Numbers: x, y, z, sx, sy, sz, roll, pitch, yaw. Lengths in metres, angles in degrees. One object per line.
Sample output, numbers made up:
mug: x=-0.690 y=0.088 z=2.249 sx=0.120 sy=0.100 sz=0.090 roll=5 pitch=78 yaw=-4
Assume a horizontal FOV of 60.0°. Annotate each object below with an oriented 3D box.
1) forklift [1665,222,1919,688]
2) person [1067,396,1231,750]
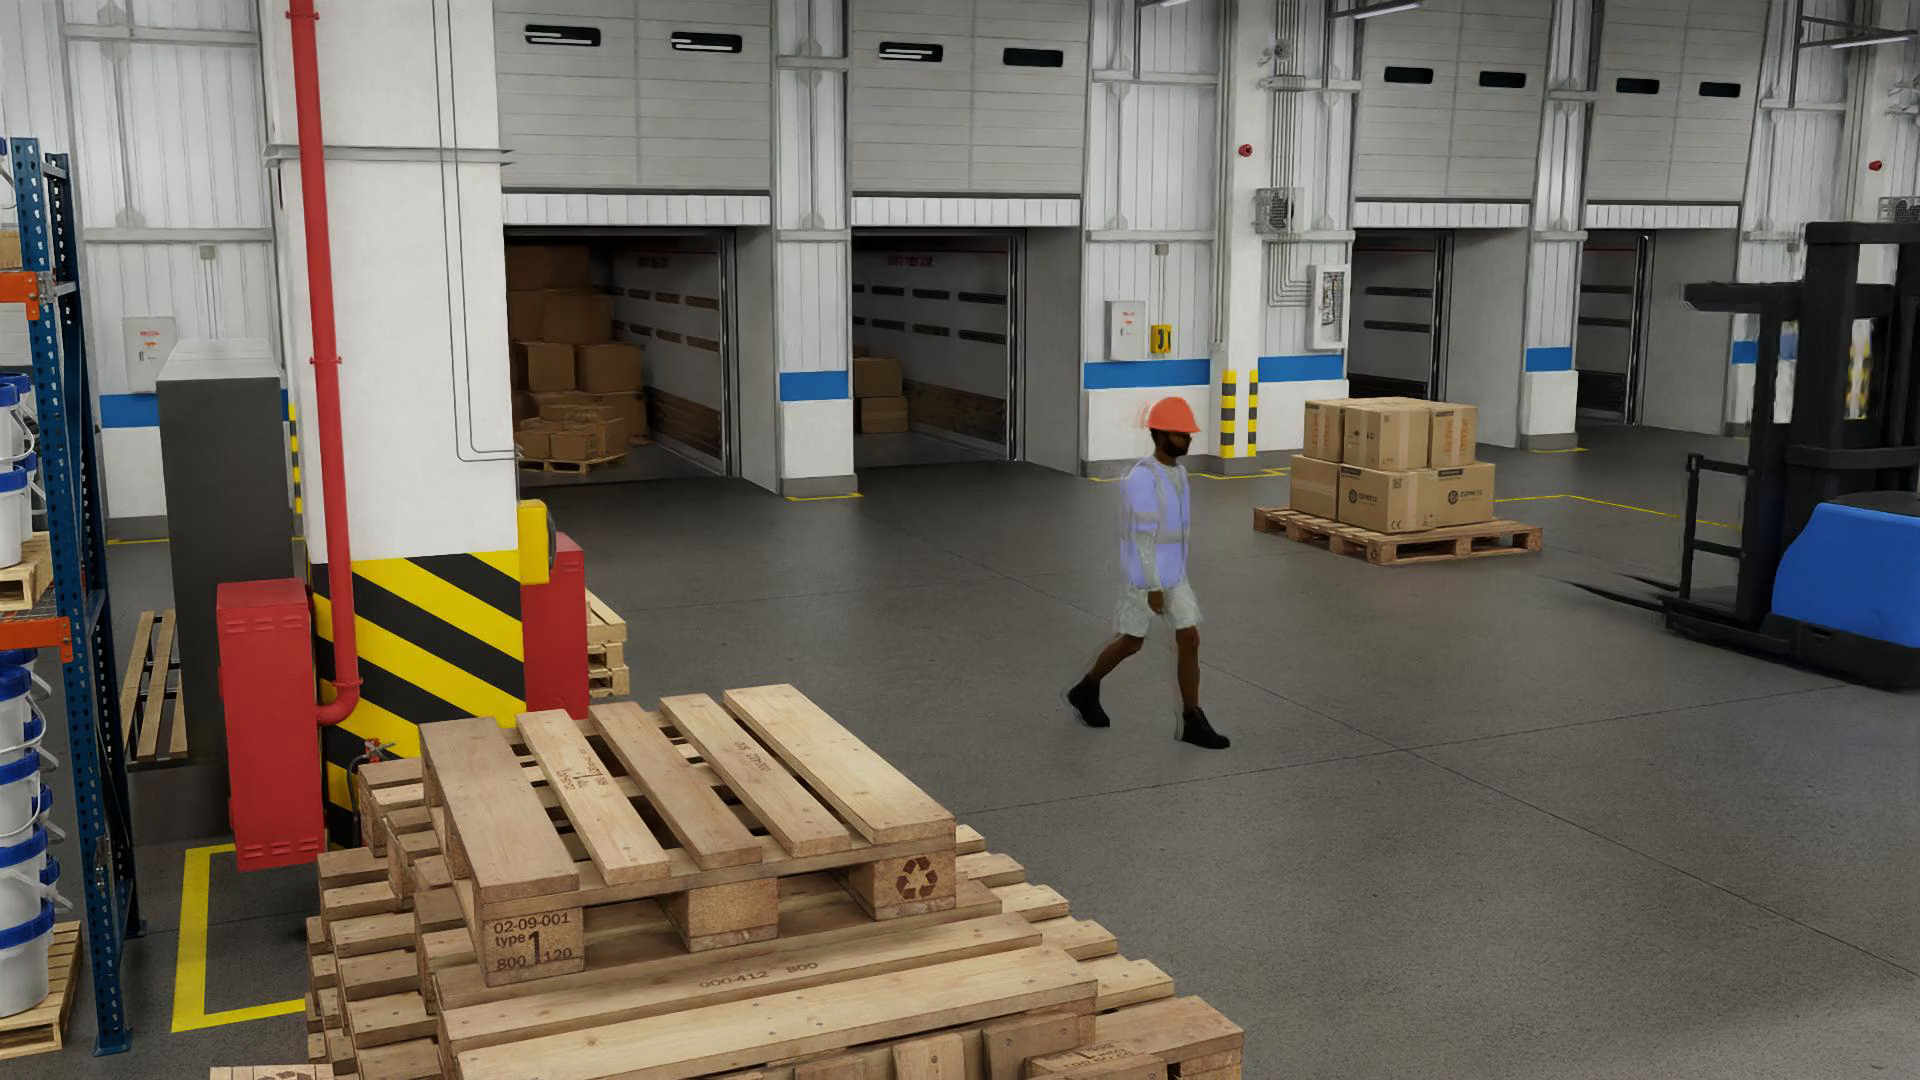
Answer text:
forklift: x=5.764 y=-0.627 z=10.644 sx=1.129 sy=2.768 sz=1.873 roll=-4 pitch=11 yaw=-23
person: x=1.027 y=0.157 z=9.044 sx=0.956 sy=1.908 sz=0.540 roll=8 pitch=13 yaw=39
